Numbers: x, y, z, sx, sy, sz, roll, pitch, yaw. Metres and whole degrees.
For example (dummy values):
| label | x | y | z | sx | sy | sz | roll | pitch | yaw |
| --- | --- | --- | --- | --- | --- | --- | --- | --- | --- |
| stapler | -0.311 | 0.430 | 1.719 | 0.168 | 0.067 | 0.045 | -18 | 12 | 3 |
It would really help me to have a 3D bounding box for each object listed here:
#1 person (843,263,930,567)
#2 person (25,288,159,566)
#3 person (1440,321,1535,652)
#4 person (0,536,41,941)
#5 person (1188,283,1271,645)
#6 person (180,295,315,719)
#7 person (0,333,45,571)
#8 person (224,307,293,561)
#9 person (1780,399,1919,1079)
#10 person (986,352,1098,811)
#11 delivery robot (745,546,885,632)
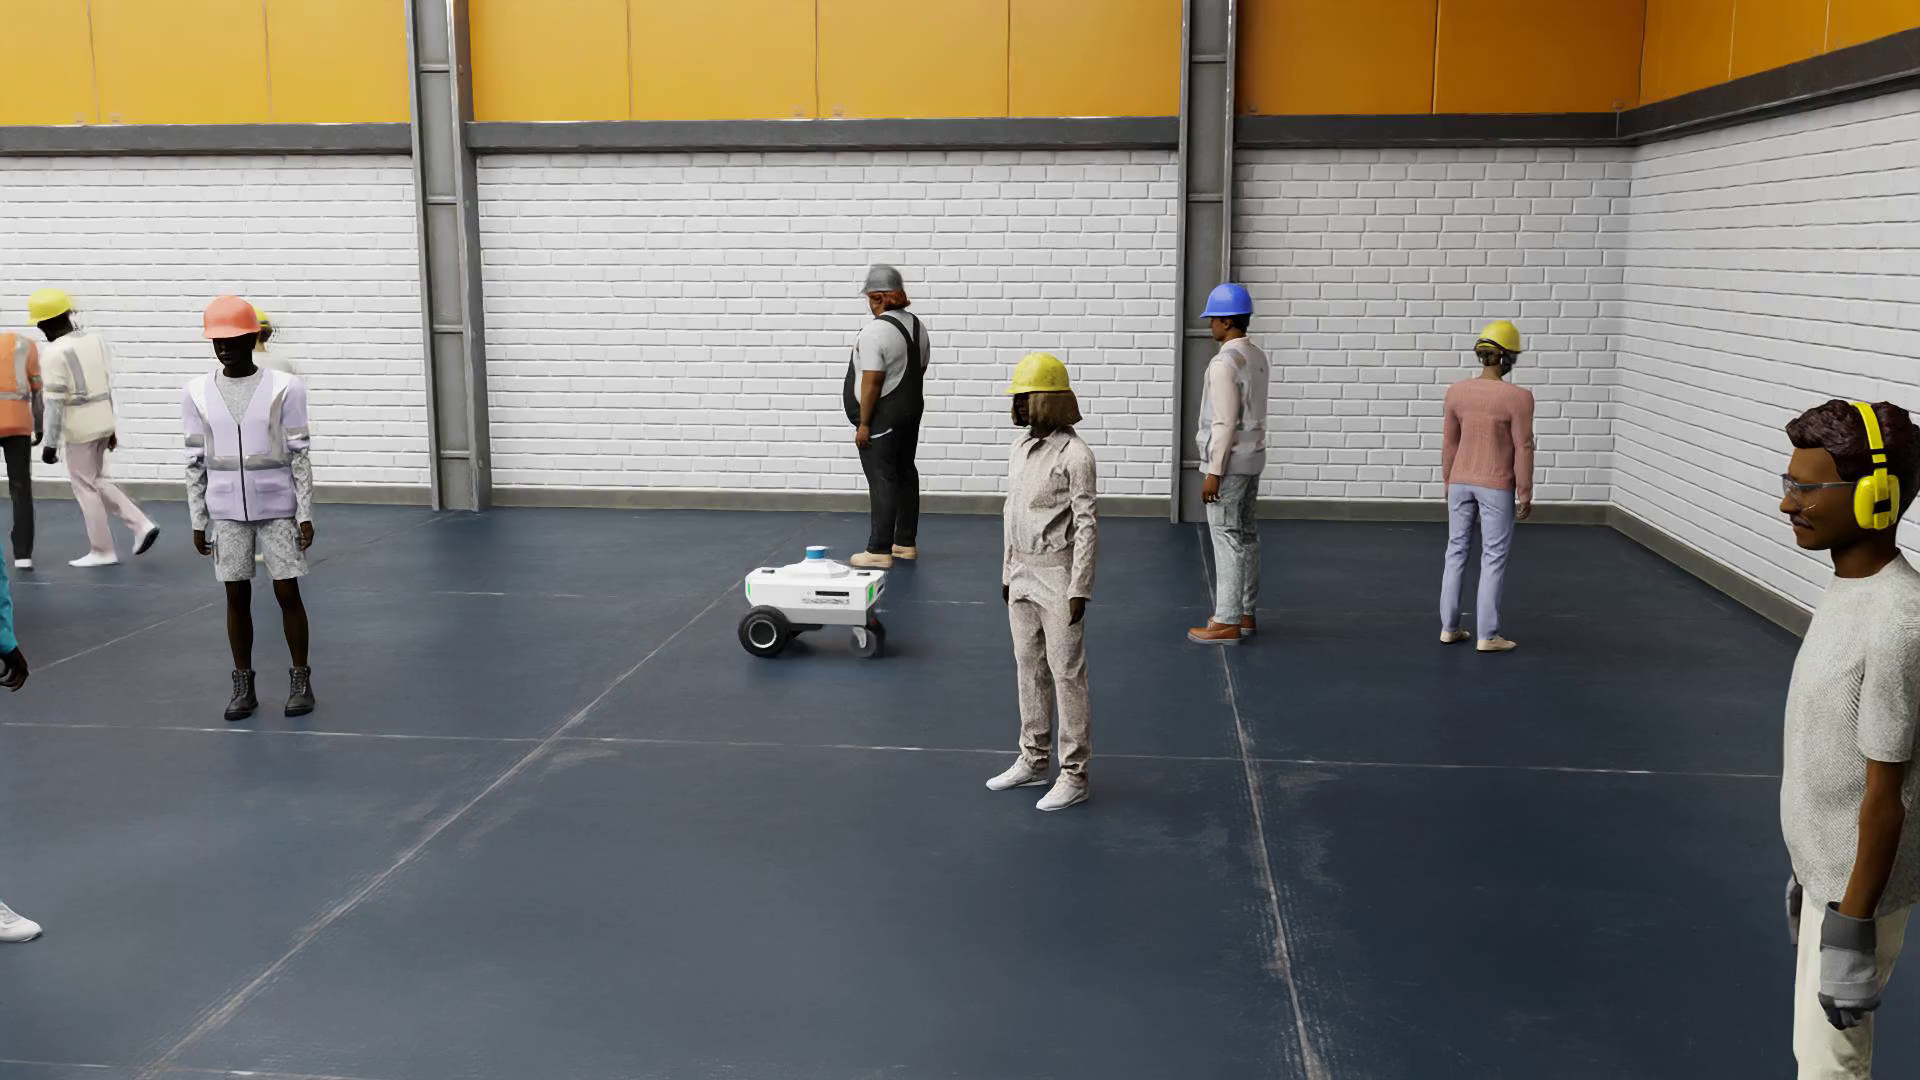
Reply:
| label | x | y | z | sx | sy | sz | roll | pitch | yaw |
| --- | --- | --- | --- | --- | --- | --- | --- | --- | --- |
| person | -0.532 | -0.844 | 11.246 | 0.538 | 2.000 | 0.684 | 6 | 11 | 29 |
| person | -5.796 | -0.725 | 11.029 | 0.528 | 1.879 | 0.626 | 0 | 10 | 1 |
| person | 2.803 | -0.279 | 8.834 | 0.343 | 1.755 | 0.531 | -8 | 13 | -40 |
| person | -3.091 | 0.317 | 4.935 | 0.382 | 1.921 | 0.596 | 5 | 11 | 26 |
| person | 1.463 | -0.407 | 9.008 | 0.397 | 1.944 | 0.616 | 6 | 11 | 29 |
| person | -3.216 | -0.138 | 7.538 | 0.544 | 1.932 | 0.375 | -2 | 10 | -10 |
| person | -6.482 | -0.752 | 11.192 | 0.602 | 1.882 | 0.807 | -6 | 12 | -31 |
| person | -4.667 | -0.686 | 11.167 | 0.467 | 1.749 | 0.543 | 6 | 11 | 30 |
| person | 1.646 | 0.664 | 3.142 | 0.334 | 1.860 | 0.509 | 4 | 11 | 21 |
| person | 0.313 | 0.158 | 6.360 | 0.310 | 1.743 | 0.493 | -7 | 12 | -34 |
| delivery robot | -0.761 | 0.276 | 8.816 | 0.707 | 0.478 | 0.477 | 1 | 10 | 8 |
